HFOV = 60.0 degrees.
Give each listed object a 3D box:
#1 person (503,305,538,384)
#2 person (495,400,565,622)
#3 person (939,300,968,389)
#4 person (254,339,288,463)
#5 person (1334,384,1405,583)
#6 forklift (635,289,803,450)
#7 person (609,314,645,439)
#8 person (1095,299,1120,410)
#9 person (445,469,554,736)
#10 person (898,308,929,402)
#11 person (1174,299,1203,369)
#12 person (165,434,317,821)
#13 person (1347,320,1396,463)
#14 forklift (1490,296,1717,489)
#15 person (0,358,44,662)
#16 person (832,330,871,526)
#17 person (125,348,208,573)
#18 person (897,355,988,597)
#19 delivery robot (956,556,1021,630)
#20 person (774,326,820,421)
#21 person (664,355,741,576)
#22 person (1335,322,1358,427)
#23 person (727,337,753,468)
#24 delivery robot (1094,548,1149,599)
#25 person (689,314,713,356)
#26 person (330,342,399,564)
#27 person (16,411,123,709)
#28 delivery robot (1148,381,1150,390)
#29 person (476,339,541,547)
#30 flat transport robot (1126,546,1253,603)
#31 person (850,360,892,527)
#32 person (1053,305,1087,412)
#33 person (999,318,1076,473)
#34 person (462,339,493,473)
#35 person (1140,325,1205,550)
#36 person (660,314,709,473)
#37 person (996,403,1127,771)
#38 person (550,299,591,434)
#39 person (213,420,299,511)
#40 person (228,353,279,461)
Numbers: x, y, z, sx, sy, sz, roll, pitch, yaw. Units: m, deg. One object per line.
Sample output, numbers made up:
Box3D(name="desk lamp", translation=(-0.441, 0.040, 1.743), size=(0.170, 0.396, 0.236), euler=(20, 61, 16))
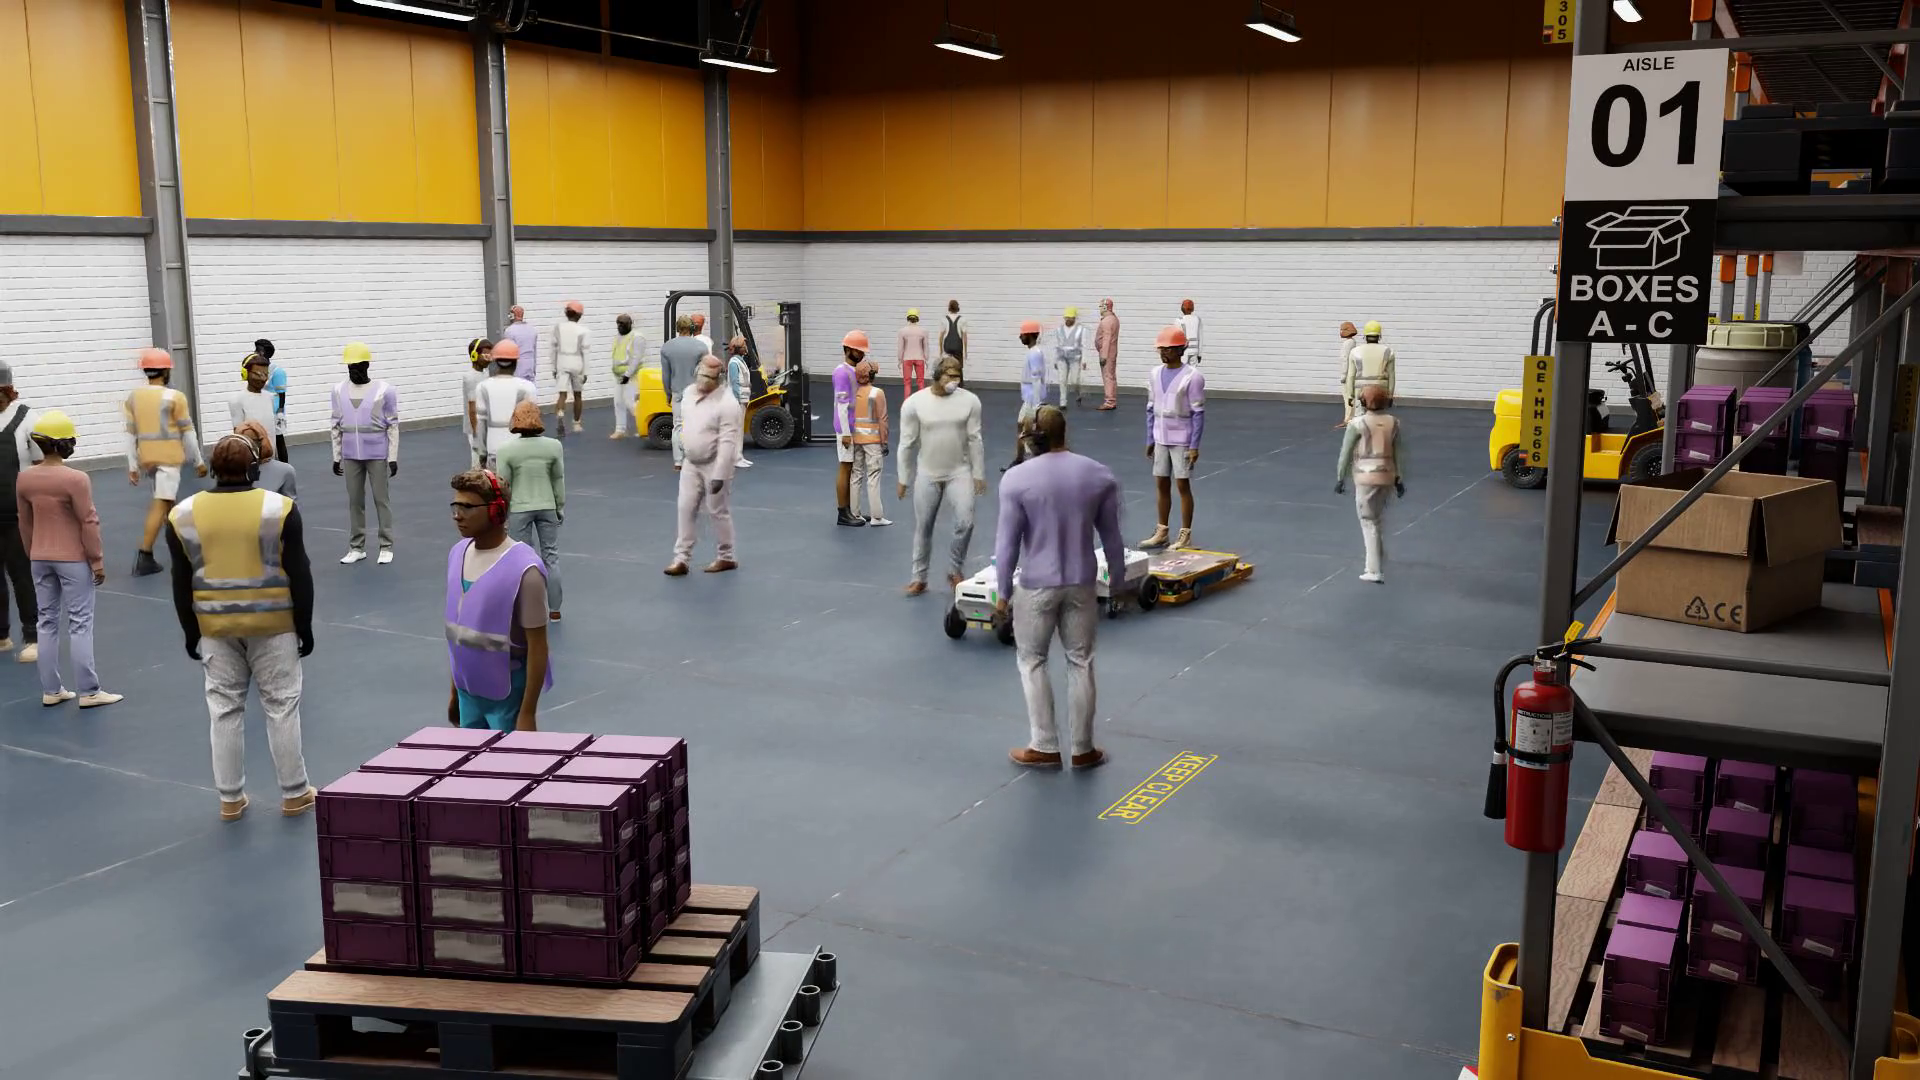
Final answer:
Box3D(name="person", translation=(-6.607, -2.556, 24.919), size=(0.399, 1.907, 0.644), euler=(5, 11, 27))
Box3D(name="person", translation=(-3.100, -0.195, 12.035), size=(0.500, 1.633, 0.284), euler=(-6, 11, -31))
Box3D(name="person", translation=(-0.120, -3.535, 30.846), size=(0.530, 1.842, 0.502), euler=(1, 10, 4))
Box3D(name="person", translation=(-8.045, -1.489, 19.336), size=(0.536, 1.700, 0.318), euler=(4, 11, 23))
Box3D(name="person", translation=(3.364, -0.466, 13.664), size=(0.519, 1.615, 0.570), euler=(-4, 11, -24))
Box3D(name="forklift", translation=(-3.358, -2.392, 23.136), size=(2.313, 2.155, 1.214), euler=(-1, 10, -5))
Box3D(name="person", translation=(-4.783, -2.345, 23.947), size=(0.638, 1.817, 0.533), euler=(8, 13, 39))
Box3D(name="person", translation=(2.507, -3.179, 28.521), size=(0.401, 1.907, 0.648), euler=(3, 10, 19))
Box3D(name="person", translation=(-1.846, 0.628, 6.659), size=(0.565, 1.846, 0.390), euler=(8, 12, 38))
Box3D(name="person", translation=(-0.787, -3.005, 27.922), size=(0.533, 1.767, 0.327), euler=(-1, 10, -8))
Box3D(name="person", translation=(3.969, -3.253, 29.012), size=(0.585, 1.882, 0.337), euler=(-4, 11, -24))
Box3D(name="person", translation=(-3.377, 0.416, 7.899), size=(0.619, 1.845, 0.430), euler=(-1, 10, -8))
Box3D(name="person", translation=(5.219, -1.865, 21.126), size=(0.597, 1.834, 0.404), euler=(2, 10, 10))
Box3D(name="forklift", translation=(7.296, -1.677, 18.993), size=(2.313, 2.155, 1.214), euler=(5, 11, 27))
Box3D(name="person", translation=(-6.346, -0.212, 10.957), size=(0.691, 2.000, 0.535), euler=(0, 10, -3))
Box3D(name="person", translation=(-1.055, -1.104, 16.451), size=(0.374, 1.927, 0.542), euler=(2, 10, 11))
Box3D(name="person", translation=(-6.789, -0.683, 14.169), size=(0.548, 1.889, 1.012), euler=(3, 10, 16))
Box3D(name="person", translation=(-0.139, -0.491, 12.963), size=(0.717, 1.907, 0.518), euler=(-2, 10, -9))
Box3D(name="delivery robot", translation=(0.266, 0.354, 11.684), size=(0.477, 0.478, 0.707), euler=(5, 10, 29))
Box3D(name="person", translation=(-2.729, -2.773, 26.286), size=(1.005, 1.878, 0.591), euler=(-4, 10, -20))
Box3D(name="person", translation=(-2.137, -0.603, 13.757), size=(0.722, 1.855, 0.825), euler=(6, 12, 32))
Box3D(name="person", translation=(5.990, -2.552, 25.703), size=(0.270, 1.627, 0.502), euler=(4, 11, 23))
Box3D(name="person", translation=(-2.782, -1.734, 20.927), size=(0.309, 1.641, 0.515), euler=(0, 10, 1))
Box3D(name="delivery robot", translation=(1.118, 0.229, 12.432), size=(0.477, 0.478, 0.707), euler=(7, 12, 33))
Box3D(name="person", translation=(-3.472, -2.058, 22.098), size=(0.343, 1.882, 0.586), euler=(3, 10, 17))
Box3D(name="person", translation=(-5.151, -0.747, 14.385), size=(0.593, 1.926, 0.366), euler=(1, 10, 4))
Box3D(name="person", translation=(-5.284, 0.122, 9.822), size=(0.526, 1.768, 0.315), euler=(2, 10, 14))
Box3D(name="delivery robot", translation=(3.686, -2.698, 29.377), size=(0.707, 0.478, 0.477), euler=(3, 10, 17))
Box3D(name="person", translation=(-4.042, -0.835, 14.902), size=(0.565, 1.921, 0.673), euler=(0, 10, 2))
Box3D(name="flat transport robot", translation=(1.755, 0.263, 13.327), size=(0.652, 0.197, 1.431), euler=(7, 12, 33))
Box3D(name="person", translation=(-0.919, -0.951, 16.392), size=(0.514, 1.642, 0.310), euler=(7, 12, 34))
Box3D(name="person", translation=(1.868, -3.075, 28.193), size=(0.616, 1.809, 0.509), euler=(4, 11, 22))
Box3D(name="person", translation=(0.970, -1.743, 20.222), size=(0.884, 1.914, 0.560), euler=(1, 10, 6))
Box3D(name="person", translation=(-4.646, -1.020, 16.148), size=(0.327, 1.865, 0.520), euler=(-1, 10, -7))
Box3D(name="person", translation=(1.899, -0.900, 14.934), size=(0.397, 2.043, 0.610), euler=(-8, 13, -41))
Box3D(name="person", translation=(-3.333, -1.781, 20.341), size=(0.630, 1.940, 0.372), euler=(2, 10, 10))
Box3D(name="person", translation=(0.523, 0.253, 8.653), size=(0.706, 1.919, 0.429), euler=(-3, 10, -17))
Box3D(name="person", translation=(-5.754, -2.538, 24.537), size=(0.618, 2.008, 0.859), euler=(0, 10, -2))
Box3D(name="person", translation=(-4.485, 0.045, 10.646), size=(0.505, 1.632, 0.268), euler=(-5, 11, -25))
Box3D(name="person", translation=(-5.790, -0.606, 13.753), size=(0.326, 1.865, 0.519), euler=(3, 10, 14))
